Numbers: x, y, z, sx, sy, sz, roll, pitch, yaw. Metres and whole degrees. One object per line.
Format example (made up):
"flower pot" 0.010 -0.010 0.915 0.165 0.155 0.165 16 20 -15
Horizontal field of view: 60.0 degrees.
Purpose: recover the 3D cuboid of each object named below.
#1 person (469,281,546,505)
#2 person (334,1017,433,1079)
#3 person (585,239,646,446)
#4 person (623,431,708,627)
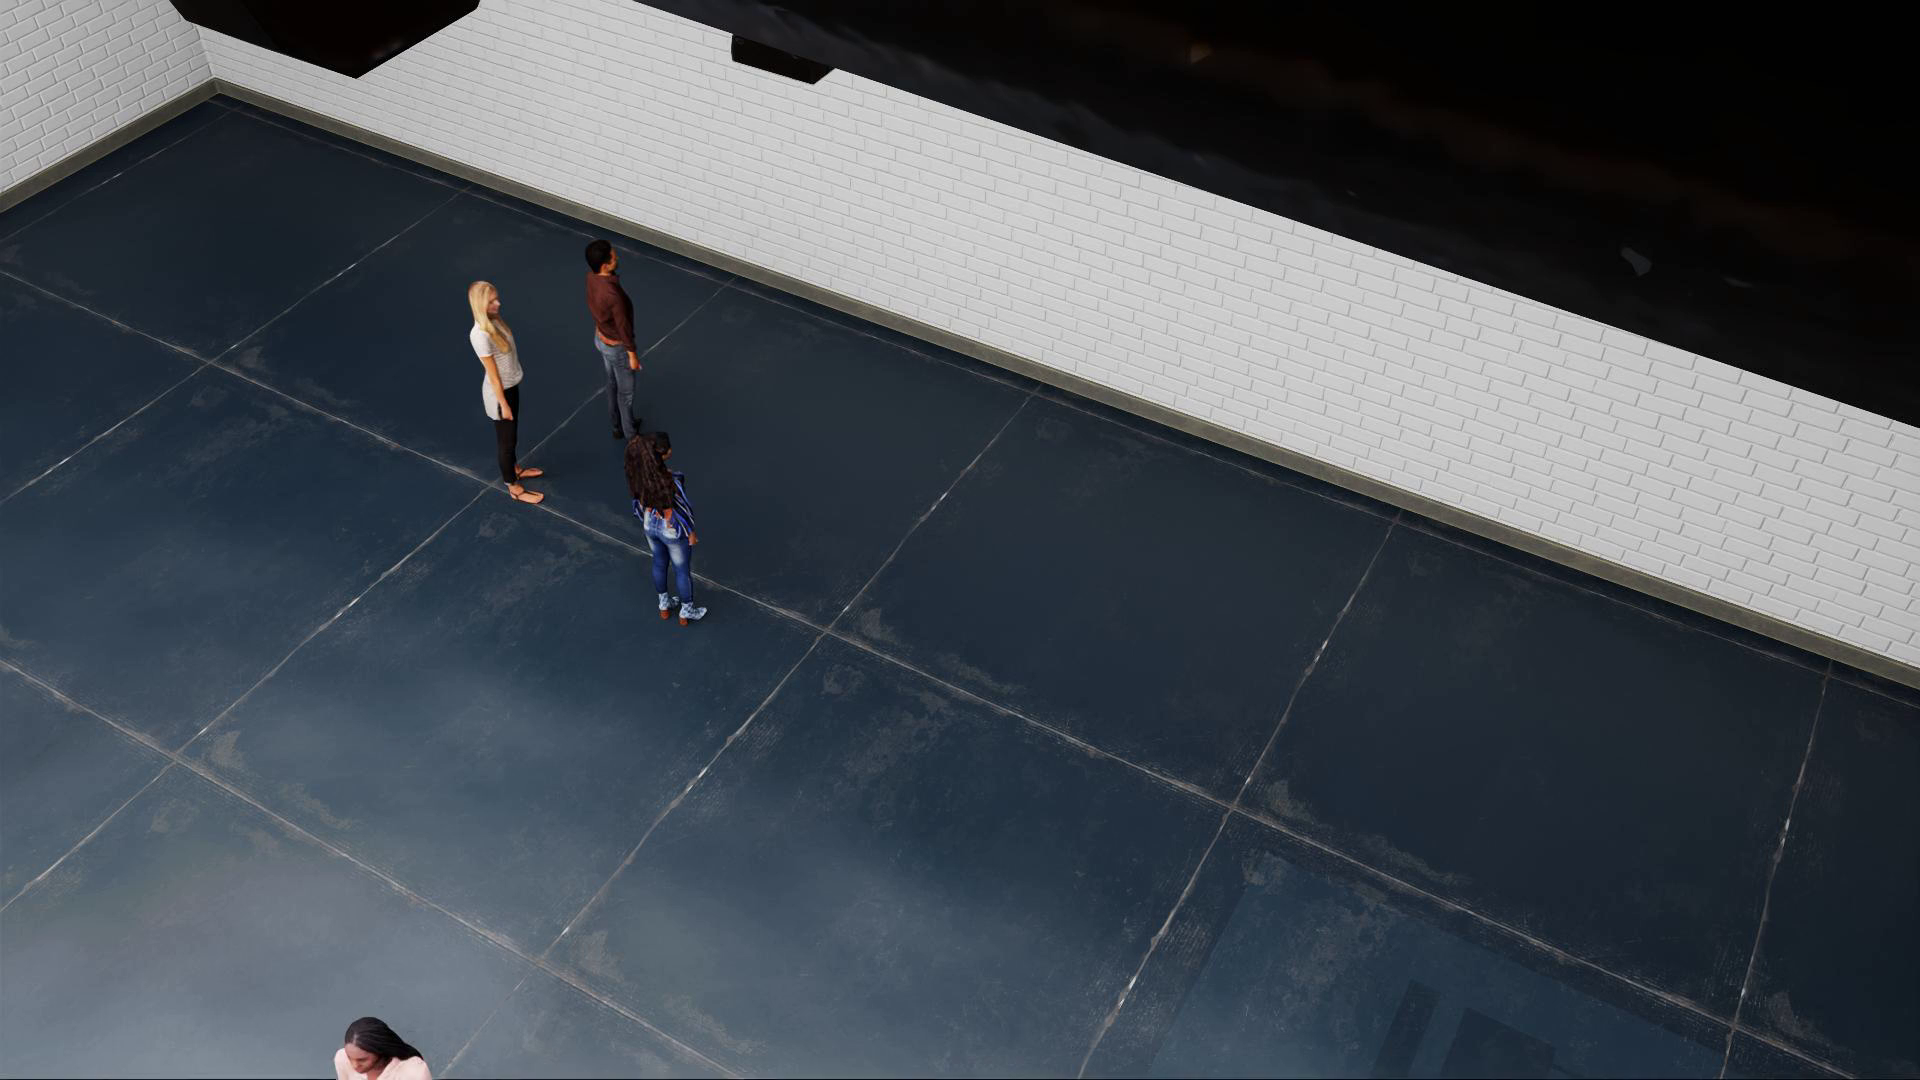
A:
"person" -3.261 -1.059 11.811 0.744 1.824 0.661 -7 44 -7
"person" -2.609 2.713 7.953 0.836 1.685 1.227 11 45 11
"person" -2.545 -1.436 12.238 0.682 1.781 0.713 -26 49 -25
"person" -1.929 -0.085 10.938 0.611 1.618 0.536 23 48 22
